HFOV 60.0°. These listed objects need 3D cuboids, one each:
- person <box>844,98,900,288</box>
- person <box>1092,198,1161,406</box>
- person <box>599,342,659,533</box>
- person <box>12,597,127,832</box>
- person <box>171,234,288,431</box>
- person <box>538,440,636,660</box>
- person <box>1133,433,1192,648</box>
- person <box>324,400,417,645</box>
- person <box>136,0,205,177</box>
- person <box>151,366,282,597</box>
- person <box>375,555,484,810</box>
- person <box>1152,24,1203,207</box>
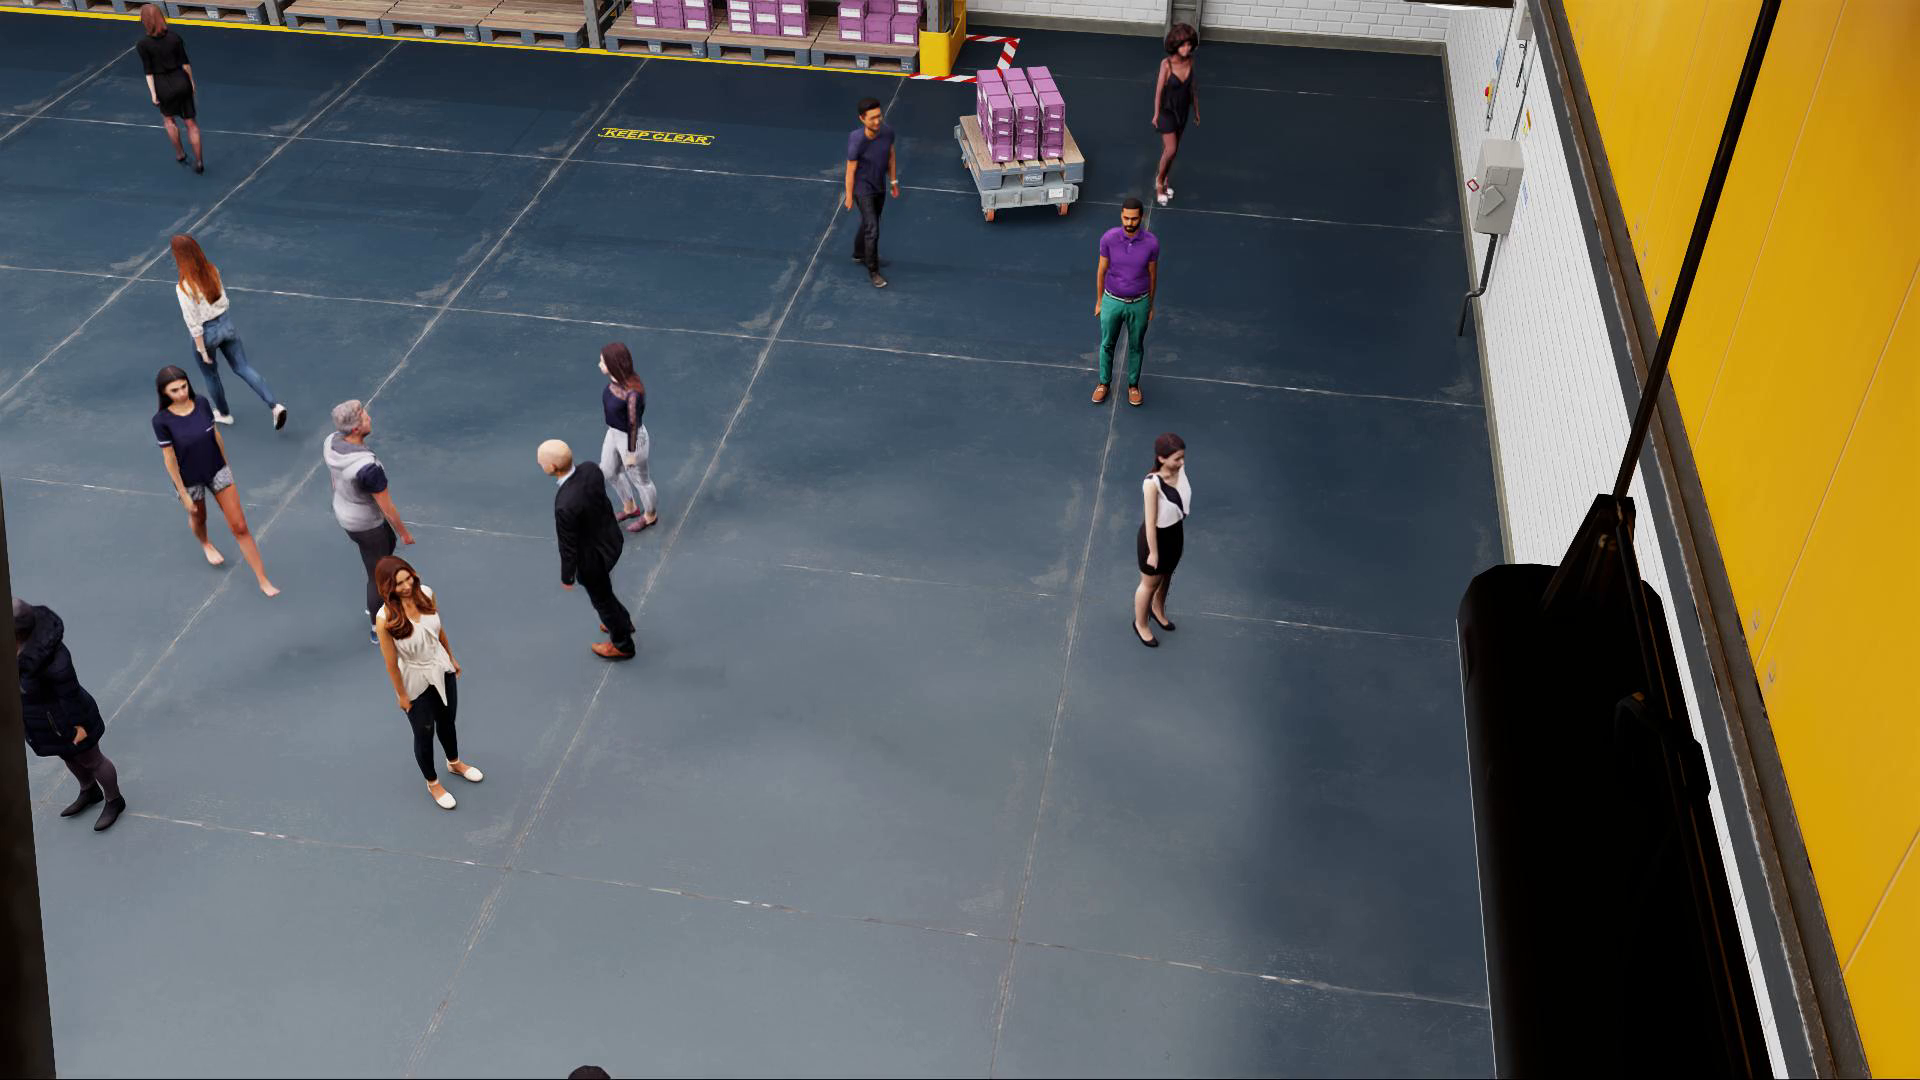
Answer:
[{"bbox_3d":[-0.818,-3.119,14.657,0.996,1.759,0.904,29,47,31],"label":"person"},{"bbox_3d":[1.307,-1.889,13.108,0.514,1.768,0.689,4,39,5],"label":"person"},{"bbox_3d":[-2.293,-0.728,11.793,0.776,1.596,0.734,-18,42,-21],"label":"person"},{"bbox_3d":[-5.201,0.984,9.586,0.681,1.674,0.800,16,41,19],"label":"person"},{"bbox_3d":[-5.638,-1.553,12.739,1.112,1.704,0.825,20,43,23],"label":"person"},{"bbox_3d":[-2.266,0.094,10.620,0.610,1.775,0.706,11,40,13],"label":"person"},{"bbox_3d":[1.297,-0.014,10.857,0.636,1.648,0.634,24,45,27],"label":"person"},{"bbox_3d":[-3.947,-0.075,10.810,0.942,1.803,0.838,-30,48,-32],"label":"person"},{"bbox_3d":[-7.663,-4.369,16.277,0.816,1.691,0.882,-27,46,-29],"label":"person"},{"bbox_3d":[-5.207,-0.432,11.332,1.035,1.710,1.202,-31,48,-33],"label":"person"},{"bbox_3d":[-3.141,0.803,9.725,0.647,1.785,0.667,21,43,24],"label":"person"},{"bbox_3d":[1.985,-4.084,15.853,0.725,1.774,0.785,-23,44,-26],"label":"person"}]
